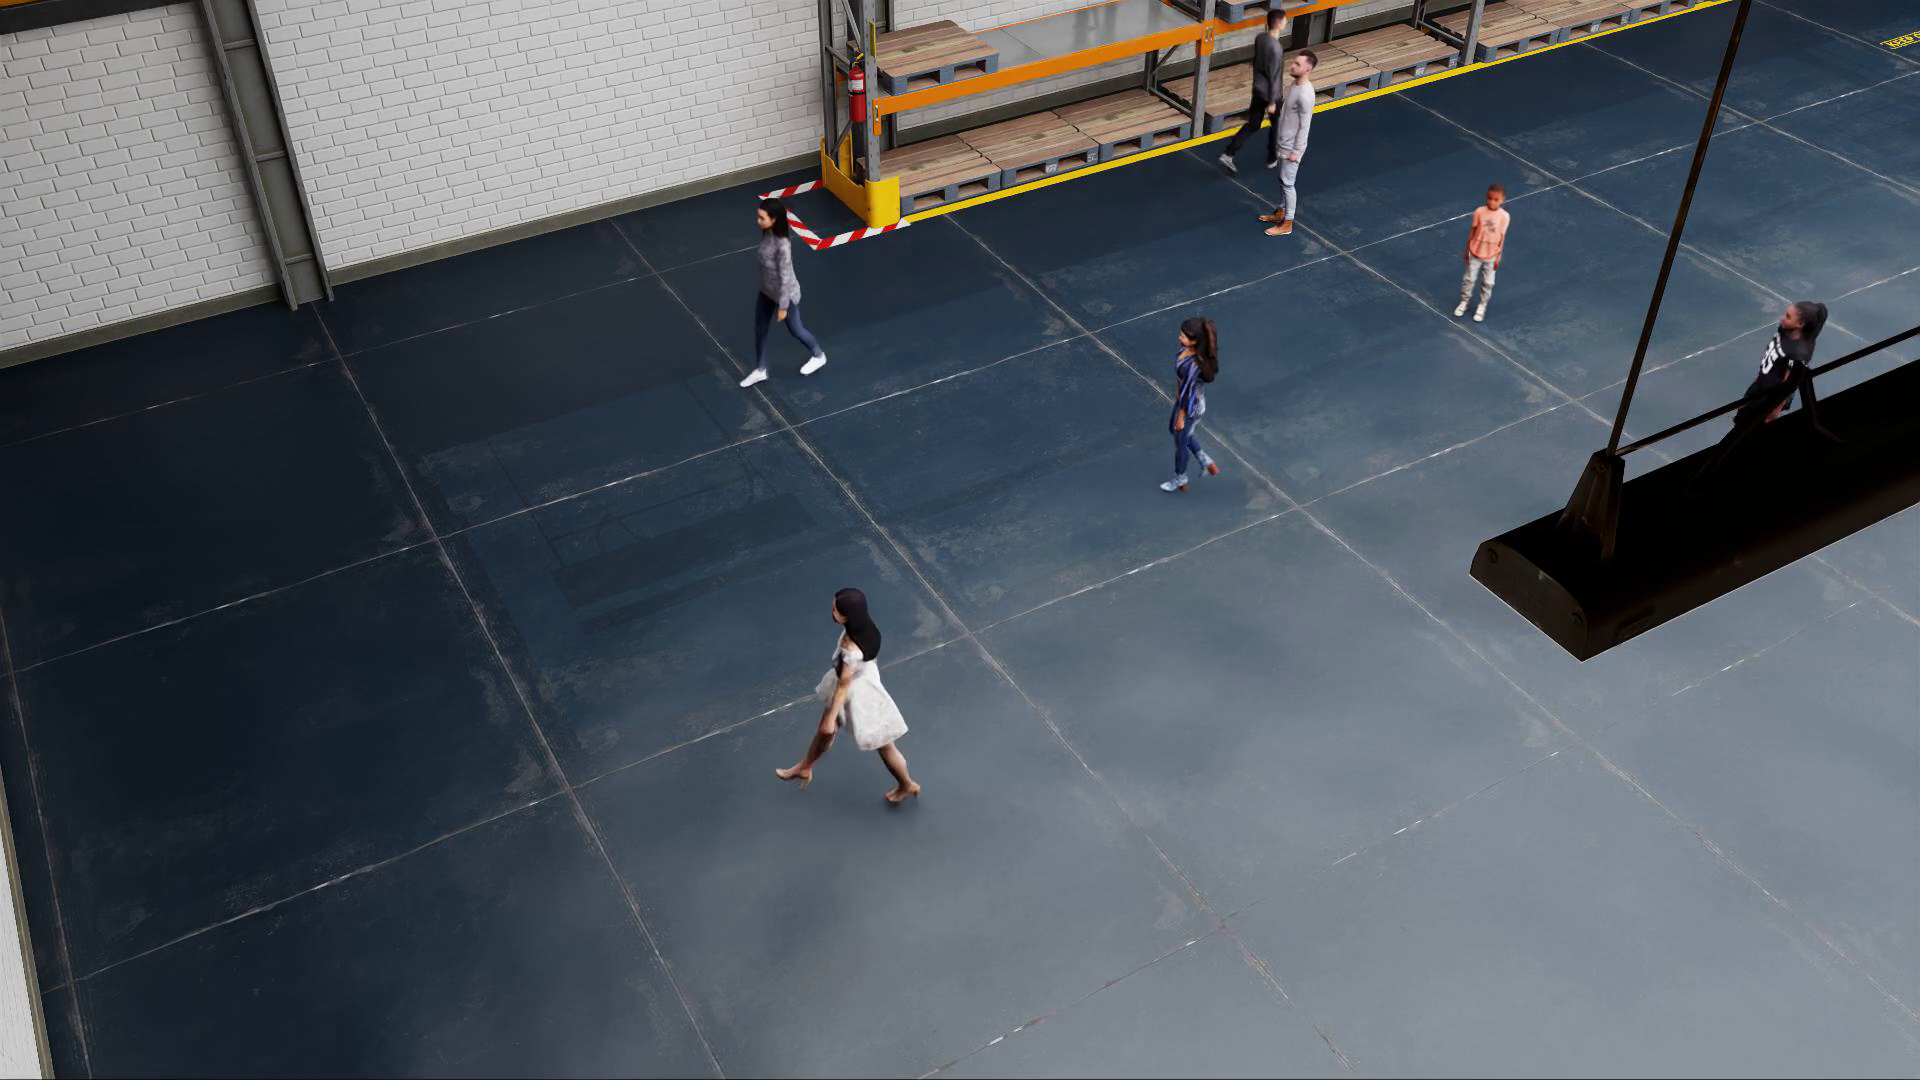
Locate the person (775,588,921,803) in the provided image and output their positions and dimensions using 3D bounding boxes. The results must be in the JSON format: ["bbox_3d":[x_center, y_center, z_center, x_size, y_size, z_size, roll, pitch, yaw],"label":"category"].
[{"bbox_3d":[-0.521,1.019,10.106,1.226,1.729,1.084,5,39,6],"label":"person"}]

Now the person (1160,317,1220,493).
[{"bbox_3d":[1.818,-1.023,12.757,0.847,1.612,0.790,6,39,8],"label":"person"}]

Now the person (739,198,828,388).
[{"bbox_3d":[-1.441,-2.093,14.019,1.004,1.708,0.646,-21,43,-24],"label":"person"}]

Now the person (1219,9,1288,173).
[{"bbox_3d":[3.083,-4.582,17.115,1.093,1.734,0.667,-17,42,-20],"label":"person"}]

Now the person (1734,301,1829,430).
[{"bbox_3d":[6.277,-1.086,12.749,0.993,1.720,0.901,4,39,5],"label":"person"}]

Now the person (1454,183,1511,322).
[{"bbox_3d":[4.734,-2.613,14.990,0.550,1.309,0.592,18,42,21],"label":"person"}]

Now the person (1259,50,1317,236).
[{"bbox_3d":[3.211,-3.859,16.124,0.743,1.841,0.769,-2,39,-2],"label":"person"}]
